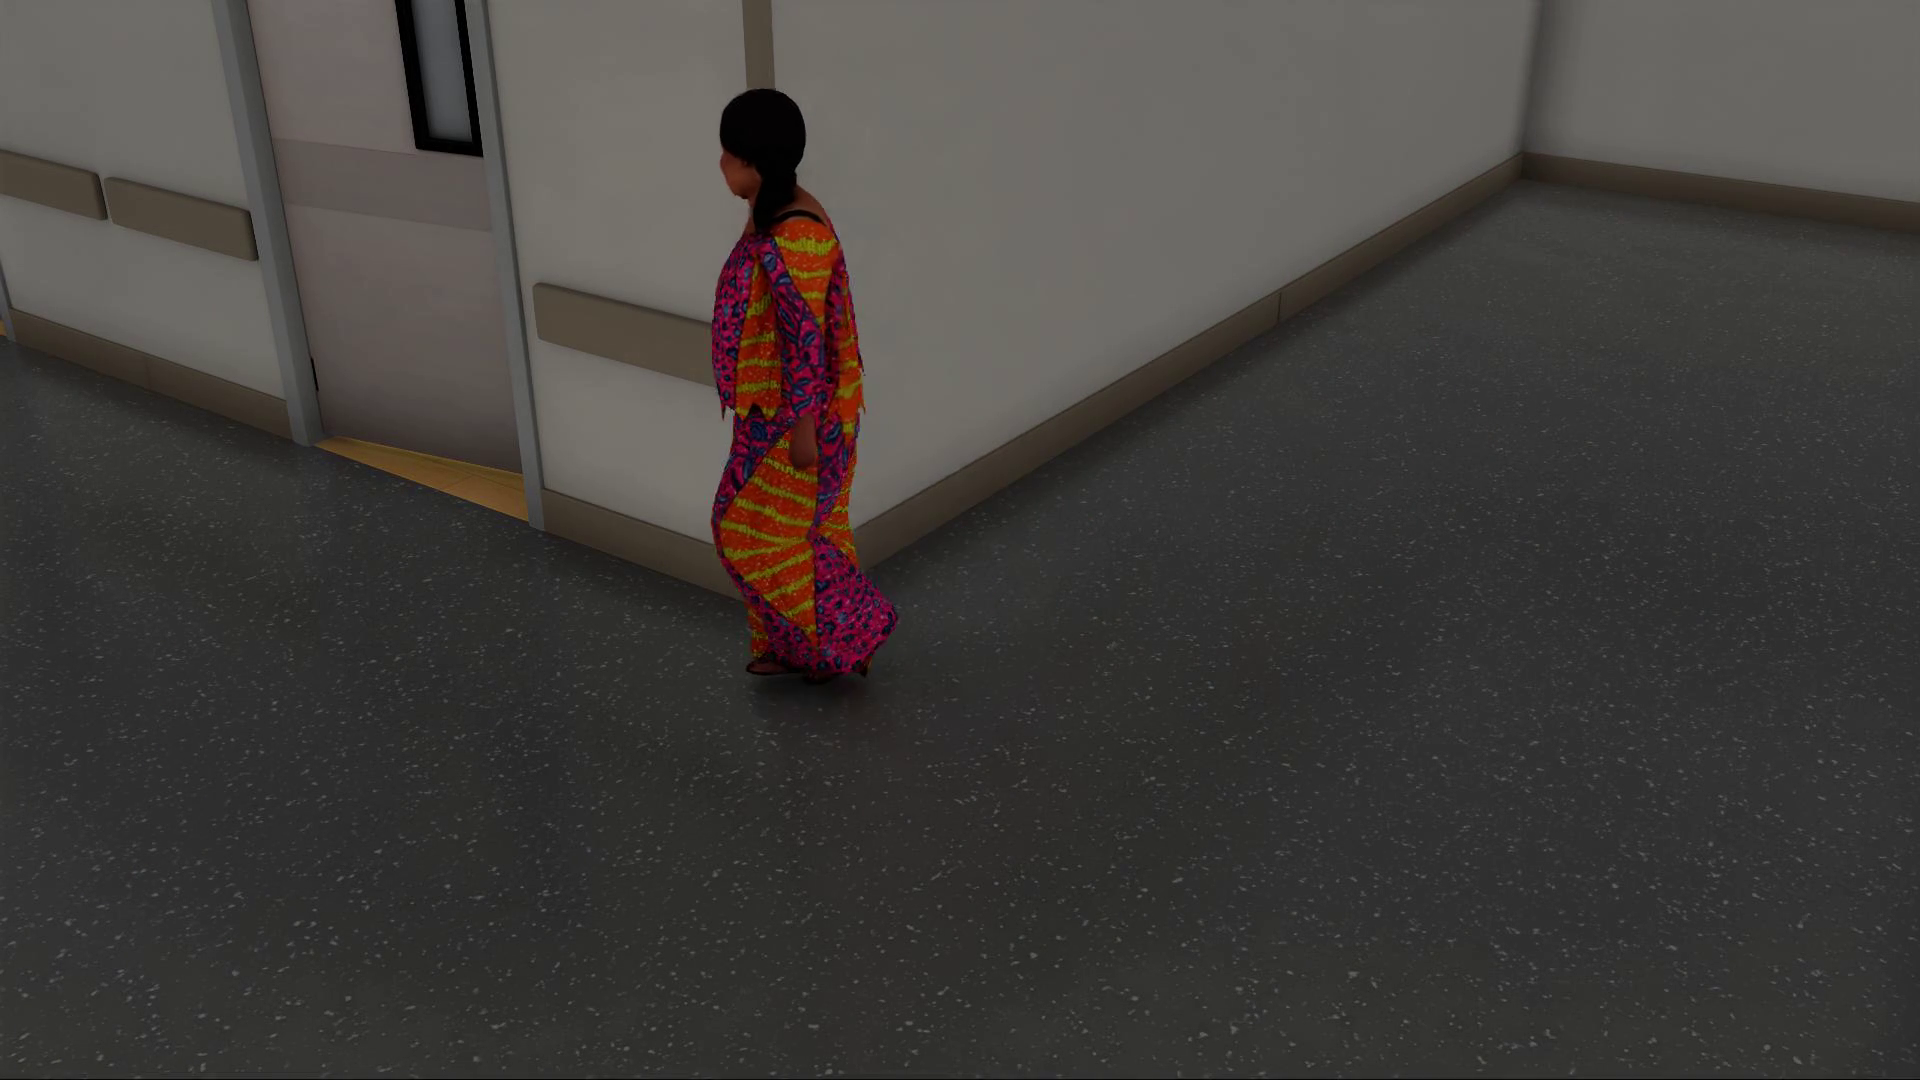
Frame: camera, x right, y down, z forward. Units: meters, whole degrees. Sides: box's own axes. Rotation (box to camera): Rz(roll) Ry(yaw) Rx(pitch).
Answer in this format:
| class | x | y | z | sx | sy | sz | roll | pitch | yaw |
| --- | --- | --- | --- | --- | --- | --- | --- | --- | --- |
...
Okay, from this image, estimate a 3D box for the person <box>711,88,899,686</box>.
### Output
| class | x | y | z | sx | sy | sz | roll | pitch | yaw |
| --- | --- | --- | --- | --- | --- | --- | --- | --- | --- |
| person | -0.403 | -0.378 | 4.537 | 0.944 | 1.648 | 0.882 | -7 | 27 | -14 |
